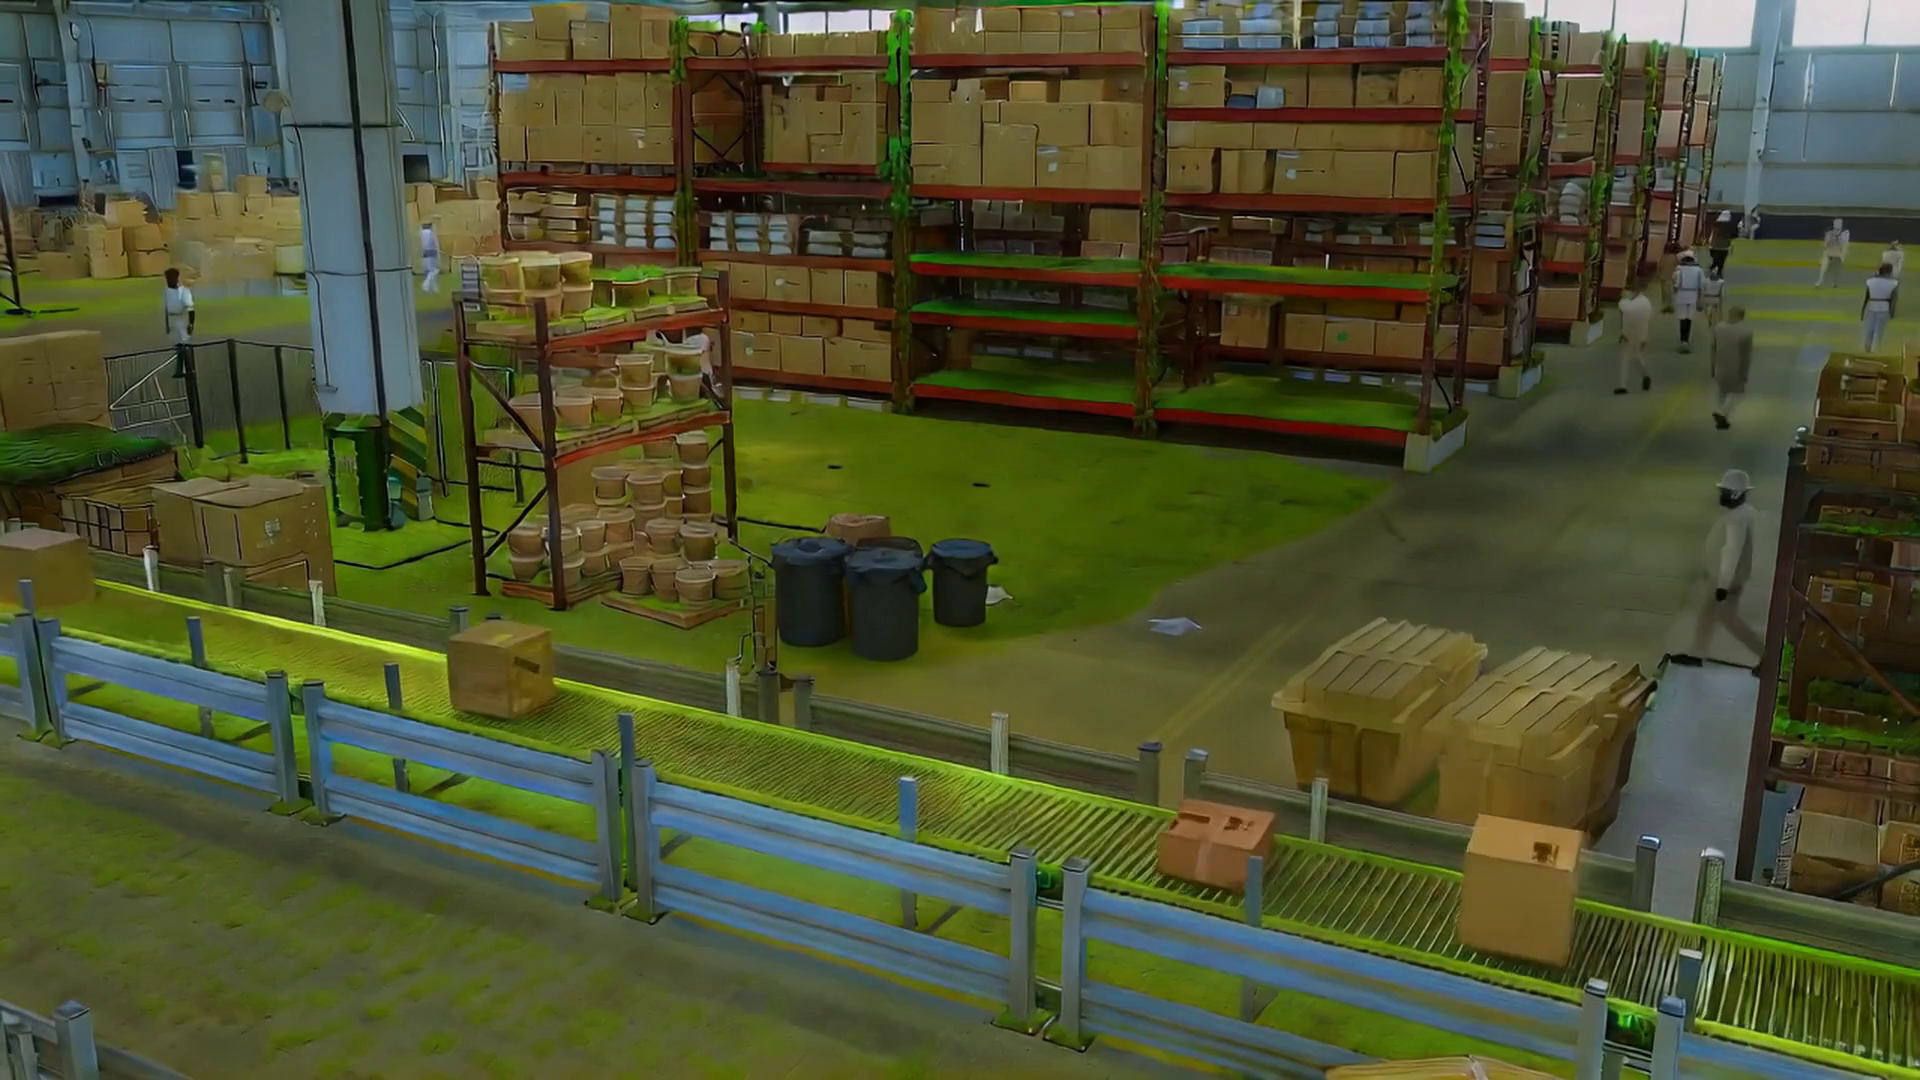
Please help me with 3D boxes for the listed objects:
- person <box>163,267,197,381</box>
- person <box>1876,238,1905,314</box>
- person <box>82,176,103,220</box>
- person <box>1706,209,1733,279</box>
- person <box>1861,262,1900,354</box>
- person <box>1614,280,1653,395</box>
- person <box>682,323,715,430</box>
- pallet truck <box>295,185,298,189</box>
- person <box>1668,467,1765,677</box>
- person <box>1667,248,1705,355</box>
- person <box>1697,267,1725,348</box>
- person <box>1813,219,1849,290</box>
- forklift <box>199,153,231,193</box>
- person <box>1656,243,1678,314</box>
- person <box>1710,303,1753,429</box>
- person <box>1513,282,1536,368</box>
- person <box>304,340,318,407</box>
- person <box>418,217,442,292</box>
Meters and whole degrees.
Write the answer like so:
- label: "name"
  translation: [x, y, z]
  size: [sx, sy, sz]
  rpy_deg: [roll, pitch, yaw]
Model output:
- label: "person"
  translation: [-13.609, -3.764, 28.999]
  size: [0.601, 1.967, 0.369]
  rpy_deg: [5, 16, 18]
- label: "person"
  translation: [21.064, -5.962, 37.709]
  size: [0.526, 1.738, 0.675]
  rpy_deg: [9, 17, 30]
- label: "person"
  translation: [-33.672, -13.158, 64.451]
  size: [0.553, 1.896, 0.953]
  rpy_deg: [3, 15, 11]
- label: "person"
  translation: [20.028, -7.702, 43.763]
  size: [0.421, 1.980, 0.612]
  rpy_deg: [-8, 17, -29]
- label: "person"
  translation: [17.255, -4.288, 31.220]
  size: [0.580, 1.831, 0.566]
  rpy_deg: [8, 17, 27]
- label: "person"
  translation: [11.219, -3.366, 27.607]
  size: [0.691, 1.912, 0.653]
  rpy_deg: [-10, 18, -34]
- label: "person"
  translation: [-3.879, -2.488, 24.719]
  size: [0.535, 1.698, 0.318]
  rpy_deg: [-11, 18, -35]
- label: "pallet truck"
  translation: [-26.804, -14.617, 69.738]
  size: [1.885, 1.965, 0.823]
  rpy_deg: [-14, 20, -42]
- label: "person"
  translation: [6.586, 0.278, 14.120]
  size: [0.811, 1.808, 0.599]
  rpy_deg: [7, 16, 25]
- label: "person"
  translation: [13.964, -4.610, 32.093]
  size: [0.624, 2.008, 0.819]
  rpy_deg: [0, 15, 0]
- label: "person"
  translation: [14.774, -4.579, 32.770]
  size: [0.523, 1.596, 0.841]
  rpy_deg: [4, 15, 14]
- label: "person"
  translation: [22.353, -7.294, 42.598]
  size: [0.945, 1.789, 0.654]
  rpy_deg: [-10, 18, -33]
- label: "forklift"
  translation: [-27.440, -12.865, 61.464]
  size: [1.873, 2.768, 1.129]
  rpy_deg: [8, 17, 28]
- label: "person"
  translation: [16.093, -5.942, 37.875]
  size: [0.479, 1.598, 0.584]
  rpy_deg: [-8, 17, -29]
- label: "person"
  translation: [11.365, -2.546, 24.573]
  size: [0.540, 1.893, 0.648]
  rpy_deg: [-9, 18, -31]
- label: "person"
  translation: [9.986, -3.978, 29.954]
  size: [0.680, 1.879, 0.781]
  rpy_deg: [-9, 17, -31]
- label: "person"
  translation: [-8.667, -1.927, 22.682]
  size: [0.790, 1.656, 0.535]
  rpy_deg: [7, 17, 25]
- label: "person"
  translation: [-13.401, -7.169, 41.903]
  size: [0.551, 1.917, 0.692]
  rpy_deg: [6, 16, 20]
